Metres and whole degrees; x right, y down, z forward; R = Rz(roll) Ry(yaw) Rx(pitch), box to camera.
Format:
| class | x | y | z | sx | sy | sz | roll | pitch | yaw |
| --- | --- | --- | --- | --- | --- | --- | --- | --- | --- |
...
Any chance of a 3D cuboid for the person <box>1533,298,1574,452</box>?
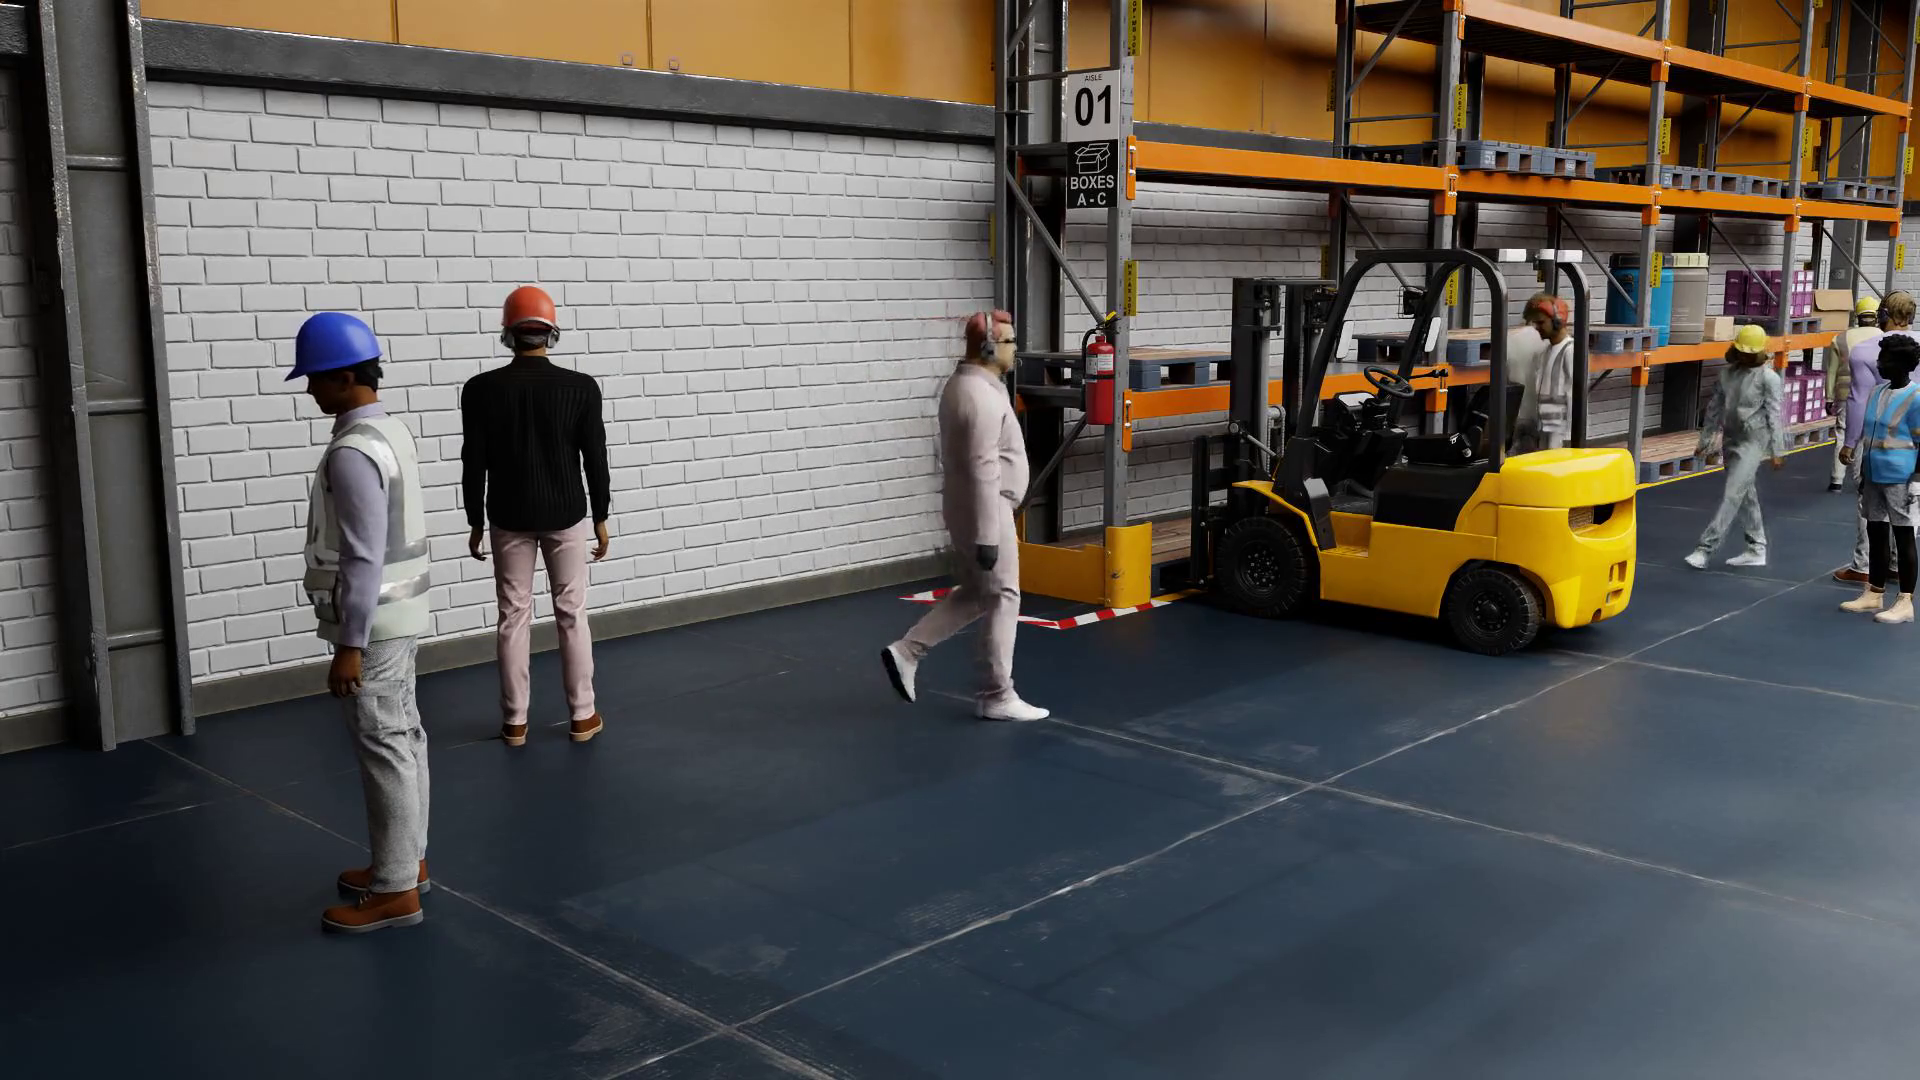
| class | x | y | z | sx | sy | sz | roll | pitch | yaw |
| --- | --- | --- | --- | --- | --- | --- | --- | --- | --- |
| person | 4.239 | -0.775 | 11.814 | 0.364 | 1.865 | 0.608 | 0 | 9 | 1 |

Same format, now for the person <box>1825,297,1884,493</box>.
| class | x | y | z | sx | sy | sz | roll | pitch | yaw |
| --- | --- | --- | --- | --- | --- | --- | --- | --- | --- |
| person | 8.326 | -1.329 | 15.366 | 0.609 | 1.821 | 0.415 | 6 | 11 | 33 |

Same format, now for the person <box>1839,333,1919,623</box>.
| class | x | y | z | sx | sy | sz | roll | pitch | yaw |
| --- | --- | --- | --- | --- | --- | --- | --- | --- | --- |
| person | 5.477 | -0.363 | 9.777 | 0.318 | 1.698 | 0.539 | -1 | 9 | -7 |

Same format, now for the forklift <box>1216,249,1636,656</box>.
| class | x | y | z | sx | sy | sz | roll | pitch | yaw |
| --- | --- | --- | --- | --- | --- | --- | --- | --- | --- |
| forklift | 2.710 | -0.584 | 9.626 | 2.313 | 2.155 | 1.214 | 9 | 13 | 43 |

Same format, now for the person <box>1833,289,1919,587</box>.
| class | x | y | z | sx | sy | sz | roll | pitch | yaw |
| --- | --- | --- | --- | --- | --- | --- | --- | --- | --- |
| person | 6.033 | -0.654 | 10.839 | 0.631 | 1.940 | 0.372 | -2 | 9 | -9 |

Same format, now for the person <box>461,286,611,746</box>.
| class | x | y | z | sx | sy | sz | roll | pitch | yaw |
| --- | --- | --- | --- | --- | --- | --- | --- | --- | --- |
| person | -1.838 | -0.098 | 7.252 | 0.624 | 1.993 | 0.385 | -2 | 9 | -11 |

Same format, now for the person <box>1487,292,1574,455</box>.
| class | x | y | z | sx | sy | sz | roll | pitch | yaw |
| --- | --- | --- | --- | --- | --- | --- | --- | --- | --- |
| person | 4.159 | -0.862 | 12.219 | 0.648 | 1.913 | 0.752 | 4 | 10 | 25 |

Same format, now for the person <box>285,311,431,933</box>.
| class | x | y | z | sx | sy | sz | roll | pitch | yaw |
| --- | --- | --- | --- | --- | --- | --- | --- | --- | --- |
| person | -1.871 | 0.255 | 5.250 | 0.397 | 1.941 | 0.604 | -2 | 9 | -9 |

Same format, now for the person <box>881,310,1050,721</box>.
| class | x | y | z | sx | sy | sz | roll | pitch | yaw |
| --- | --- | --- | --- | --- | --- | --- | --- | --- | --- |
| person | 0.031 | -0.097 | 7.559 | 0.673 | 1.892 | 0.649 | -2 | 9 | -13 |

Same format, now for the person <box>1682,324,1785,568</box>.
| class | x | y | z | sx | sy | sz | roll | pitch | yaw |
| --- | --- | --- | --- | --- | --- | --- | --- | --- | --- |
| person | 5.291 | -0.631 | 11.428 | 0.795 | 1.681 | 0.611 | -3 | 10 | -18 |
